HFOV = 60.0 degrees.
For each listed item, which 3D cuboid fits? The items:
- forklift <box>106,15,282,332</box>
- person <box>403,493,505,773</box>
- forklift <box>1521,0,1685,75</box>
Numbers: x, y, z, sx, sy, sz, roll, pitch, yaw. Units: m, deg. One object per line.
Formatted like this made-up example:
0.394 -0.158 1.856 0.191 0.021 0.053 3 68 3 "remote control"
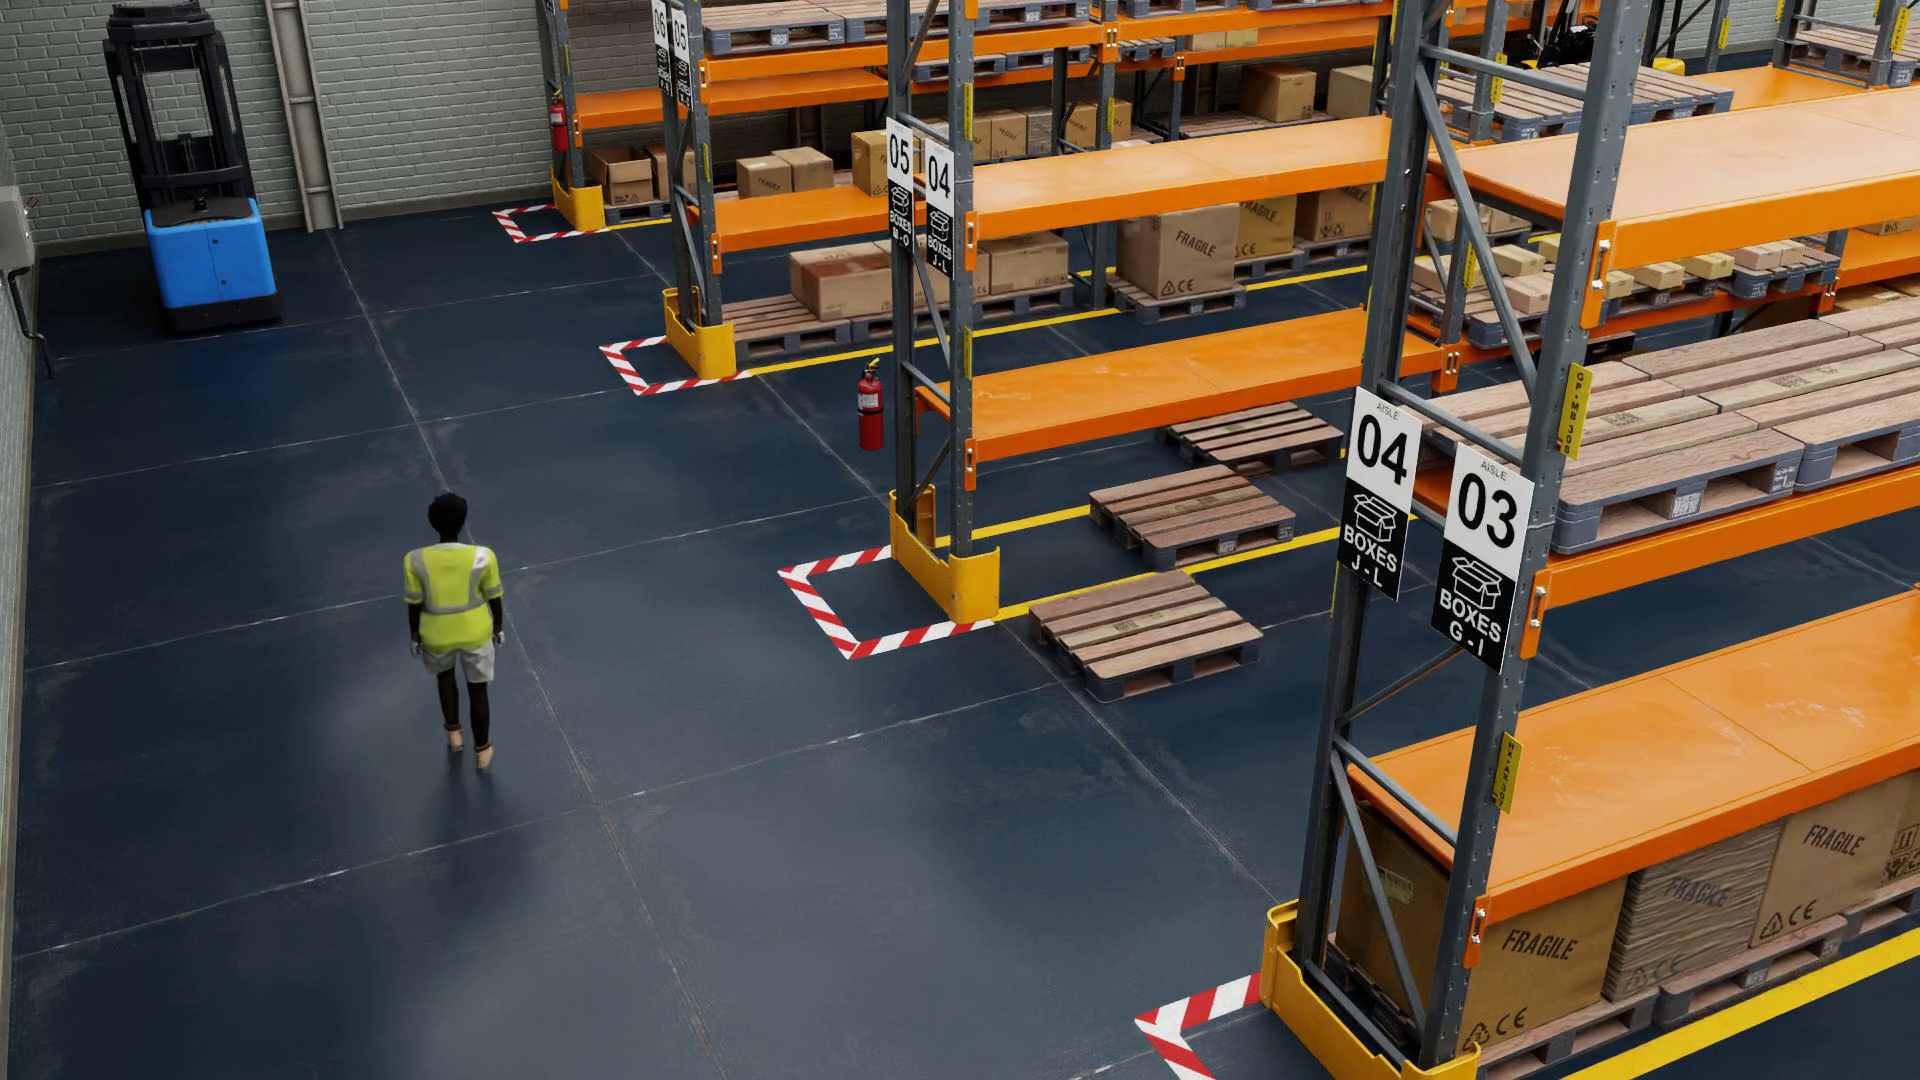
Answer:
-7.548 -3.672 16.323 1.129 2.768 1.873 -12 30 -22 "forklift"
-2.865 0.543 9.530 0.547 1.665 0.474 -5 28 -10 "person"
8.950 -6.807 23.056 1.214 2.155 2.313 -12 30 -22 "forklift"
